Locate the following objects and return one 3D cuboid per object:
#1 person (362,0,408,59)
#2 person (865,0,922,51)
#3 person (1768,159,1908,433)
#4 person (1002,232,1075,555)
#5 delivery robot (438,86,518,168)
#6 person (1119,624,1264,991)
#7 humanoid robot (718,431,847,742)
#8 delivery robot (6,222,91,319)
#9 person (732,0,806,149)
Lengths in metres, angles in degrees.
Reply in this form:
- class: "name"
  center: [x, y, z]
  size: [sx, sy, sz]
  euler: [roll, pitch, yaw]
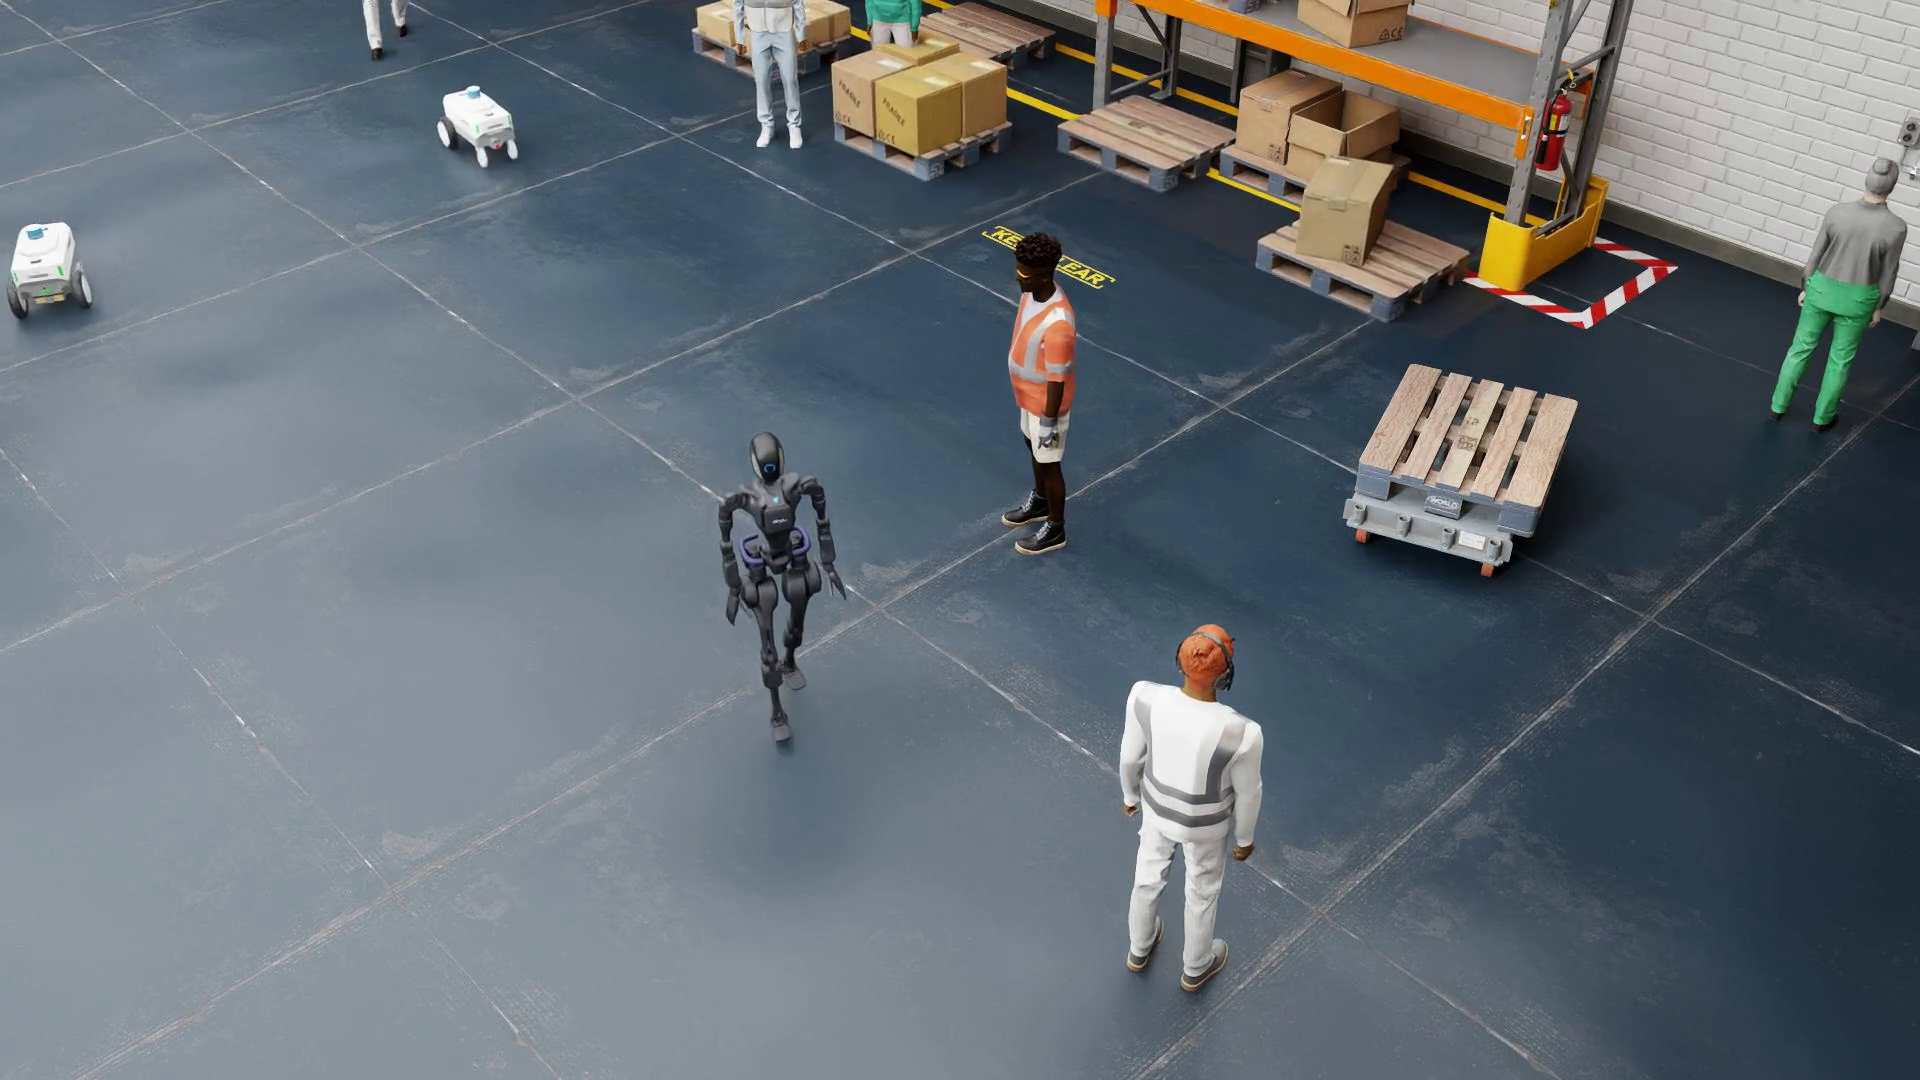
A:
- class: "person"
  center: [-5.484, -5.462, 15.554]
  size: [0.535, 1.736, 0.934]
  euler: [-5, 37, -7]
- class: "person"
  center: [-0.554, -4.407, 14.064]
  size: [0.497, 1.843, 0.403]
  euler: [11, 38, 14]
- class: "person"
  center: [5.435, -1.509, 10.233]
  size: [0.510, 1.835, 0.340]
  euler: [24, 43, 29]
- class: "person"
  center: [0.448, -0.807, 9.207]
  size: [0.373, 1.958, 0.596]
  euler: [-6, 38, -8]
- class: "delivery robot"
  center: [-4.044, -3.504, 13.951]
  size: [0.499, 0.614, 0.791]
  euler: [-24, 43, -29]
- class: "person"
  center: [0.925, 1.102, 6.736]
  size: [0.582, 1.882, 0.349]
  euler: [18, 41, 22]
- class: "humanoid robot"
  center: [-0.853, 0.192, 8.126]
  size: [0.600, 1.636, 0.675]
  euler: [-12, 39, -16]
- class: "delivery robot"
  center: [-6.531, -1.952, 11.887]
  size: [0.499, 0.603, 0.792]
  euler: [-12, 39, -15]
- class: "person"
  center: [-1.563, -4.183, 13.717]
  size: [0.596, 1.908, 0.411]
  euler: [0, 37, 0]
